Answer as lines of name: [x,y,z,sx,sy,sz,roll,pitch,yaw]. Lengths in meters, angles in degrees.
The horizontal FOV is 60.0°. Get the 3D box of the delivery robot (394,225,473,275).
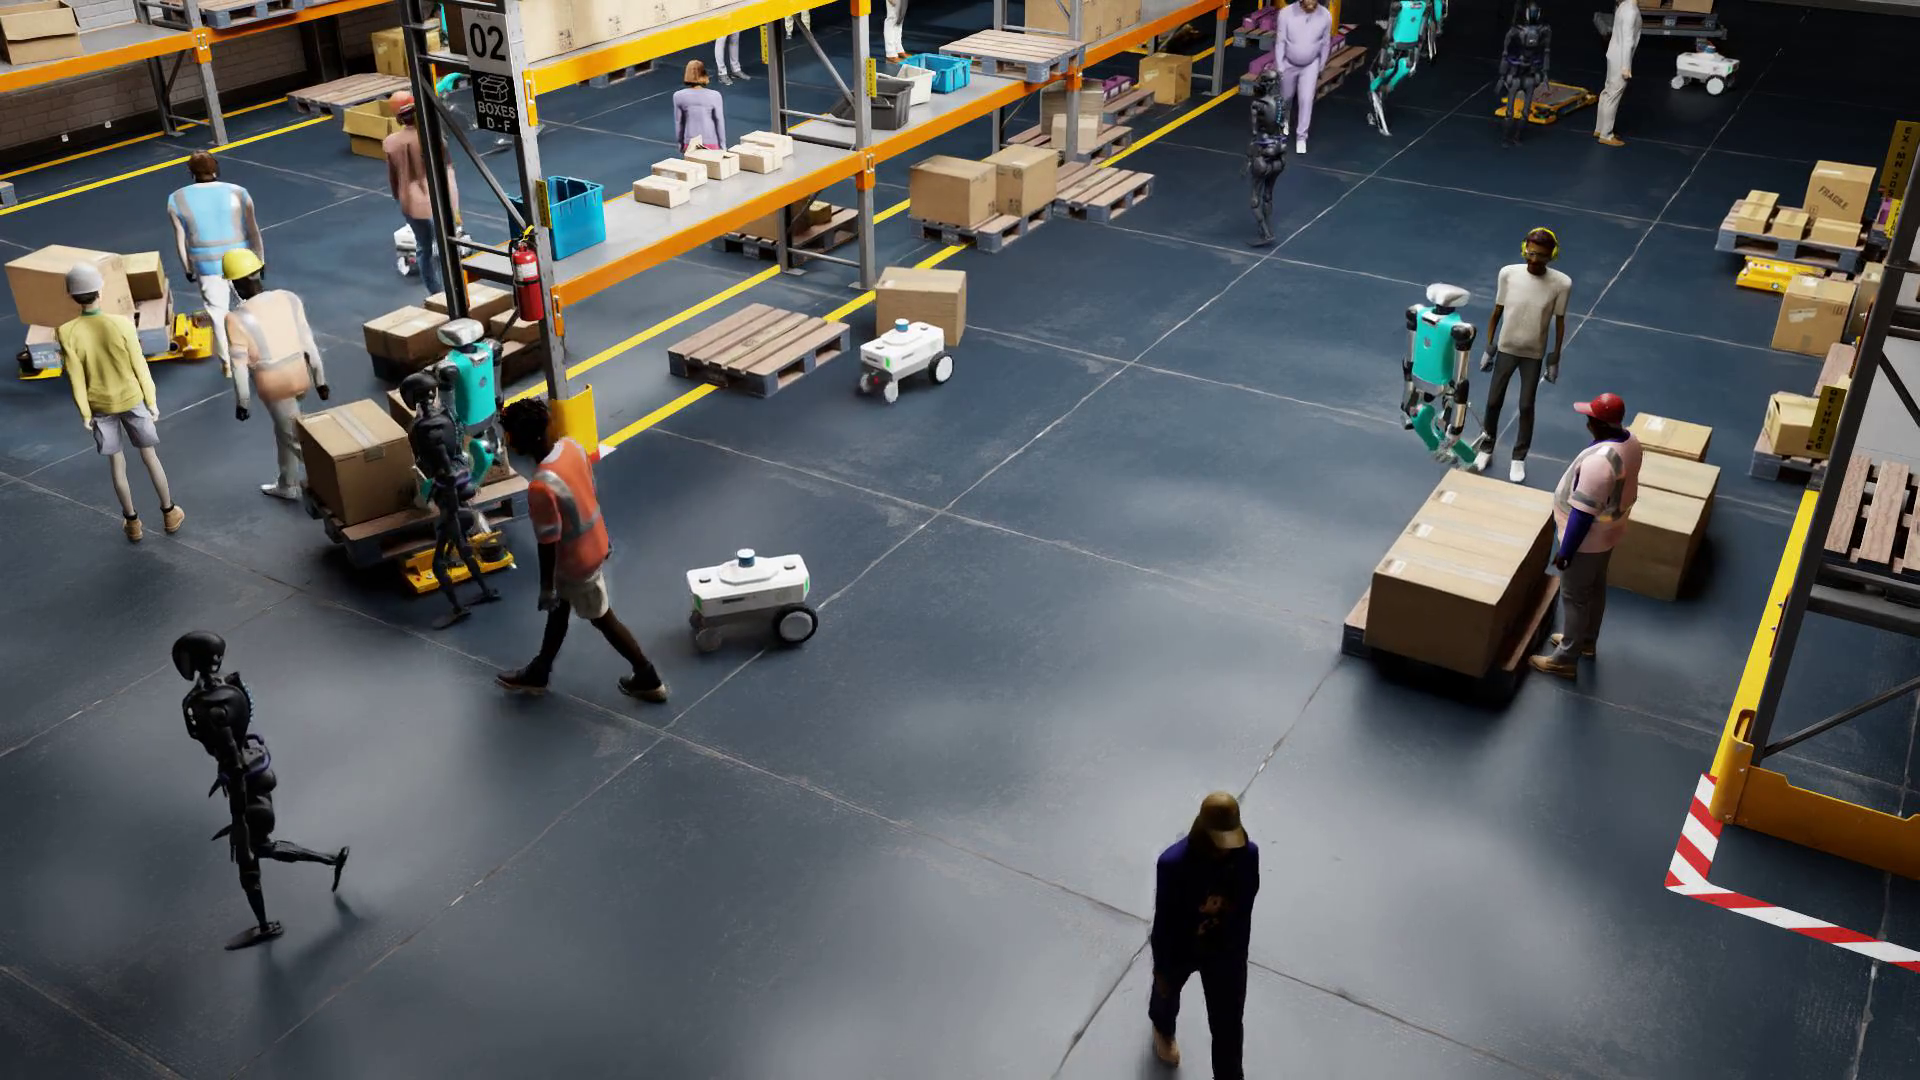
delivery robot: [-4.994,-2.837,15.689,0.499,0.614,0.812,8,30,13]

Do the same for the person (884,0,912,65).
person: [-0.842,-7.395,22.329,0.356,1.937,0.634,10,31,17]

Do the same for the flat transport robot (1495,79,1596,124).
flat transport robot: [7.226,-5.393,20.482,0.659,0.231,1.431,24,37,36]

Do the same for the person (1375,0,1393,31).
person: [6.322,-8.336,24.108,0.538,1.829,0.622,-22,36,-33]

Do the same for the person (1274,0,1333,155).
person: [3.875,-5.434,18.934,0.623,1.865,0.952,4,30,7]

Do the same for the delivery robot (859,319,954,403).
delivery robot: [-0.438,-1.466,13.260,0.499,0.611,0.792,23,37,35]

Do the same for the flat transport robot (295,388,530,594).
flat transport robot: [-3.587,-0.092,11.104,0.659,0.231,1.431,-21,35,-32]

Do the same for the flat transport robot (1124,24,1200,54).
flat transport robot: [2.797,-7.095,23.493,0.659,0.231,1.431,17,34,27]

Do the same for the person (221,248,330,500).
person: [-4.511,-1.036,11.160,0.880,1.882,0.585,11,31,19]

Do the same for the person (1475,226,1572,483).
person: [3.925,-1.297,11.625,0.520,1.862,0.328,14,33,24]

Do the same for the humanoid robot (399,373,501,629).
humanoid robot: [-3.077,-0.259,9.974,0.379,1.648,0.616,-14,32,-24]

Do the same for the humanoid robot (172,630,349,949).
humanoid robot: [-3.178,1.112,7.558,0.621,1.643,0.601,-15,33,-24]

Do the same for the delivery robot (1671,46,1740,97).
delivery robot: [9.576,-5.997,21.275,0.792,0.611,0.499,24,37,36]

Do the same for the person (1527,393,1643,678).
person: [3.582,-0.037,9.513,0.418,1.749,0.608,22,36,34]

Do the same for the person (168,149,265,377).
person: [-5.857,-2.190,13.233,0.631,1.836,0.430,-13,32,-22]

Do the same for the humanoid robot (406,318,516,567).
humanoid robot: [-3.204,-0.577,10.487,0.748,1.791,0.531,14,32,23]

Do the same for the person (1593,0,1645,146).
person: [7.575,-5.486,19.002,0.374,1.890,0.572,5,30,9]

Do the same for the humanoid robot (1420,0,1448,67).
humanoid robot: [6.418,-7.283,22.354,0.545,1.769,0.962,-2,30,-4]

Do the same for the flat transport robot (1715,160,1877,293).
flat transport robot: [7.755,-2.624,15.584,0.659,0.231,1.431,16,33,27]

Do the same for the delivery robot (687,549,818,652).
delivery robot: [-1.254,0.341,10.066,0.814,0.613,0.499,-9,31,-15]

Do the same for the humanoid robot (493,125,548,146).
humanoid robot: [-5.160,-5.259,18.783,0.558,1.737,1.038,20,35,31]

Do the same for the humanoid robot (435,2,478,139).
humanoid robot: [-6.009,-5.497,19.223,0.535,1.777,0.988,21,36,33]

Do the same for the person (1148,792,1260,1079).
person: [0.976,1.661,6.663,0.451,1.576,0.860,-4,30,-7]

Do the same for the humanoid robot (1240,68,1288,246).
humanoid robot: [2.996,-3.689,16.038,0.482,1.637,0.609,25,38,36]

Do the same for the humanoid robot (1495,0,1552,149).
humanoid robot: [6.387,-5.264,18.829,0.610,1.657,0.310,-2,30,-3]

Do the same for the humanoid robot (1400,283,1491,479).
humanoid robot: [3.289,-0.835,11.024,0.772,1.889,0.544,-17,33,-27]

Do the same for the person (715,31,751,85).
person: [-3.010,-6.902,21.444,0.422,1.952,0.491,22,36,33]

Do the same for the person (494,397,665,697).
person: [-2.151,0.079,9.141,0.976,1.898,0.613,1,29,2]

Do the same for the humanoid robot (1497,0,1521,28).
humanoid robot: [8.175,-8.412,24.409,0.596,1.632,0.696,7,30,12]

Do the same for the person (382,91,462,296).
person: [-4.566,-2.907,14.383,0.637,1.953,0.593,8,30,13]

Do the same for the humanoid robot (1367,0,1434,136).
humanoid robot: [5.001,-5.569,19.390,0.552,1.867,0.838,-9,31,-15]

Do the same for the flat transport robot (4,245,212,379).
flat transport robot: [-6.999,-1.623,13.812,1.431,0.231,0.659,-11,31,-18]

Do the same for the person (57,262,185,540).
person: [-5.509,-0.890,10.873,0.480,1.888,0.397,-13,32,-22]

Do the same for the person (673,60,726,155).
person: [-2.570,-3.931,16.515,0.498,1.629,0.288,3,30,5]

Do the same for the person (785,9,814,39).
person: [-2.312,-8.046,23.664,0.560,1.752,0.327,-8,30,-14]
